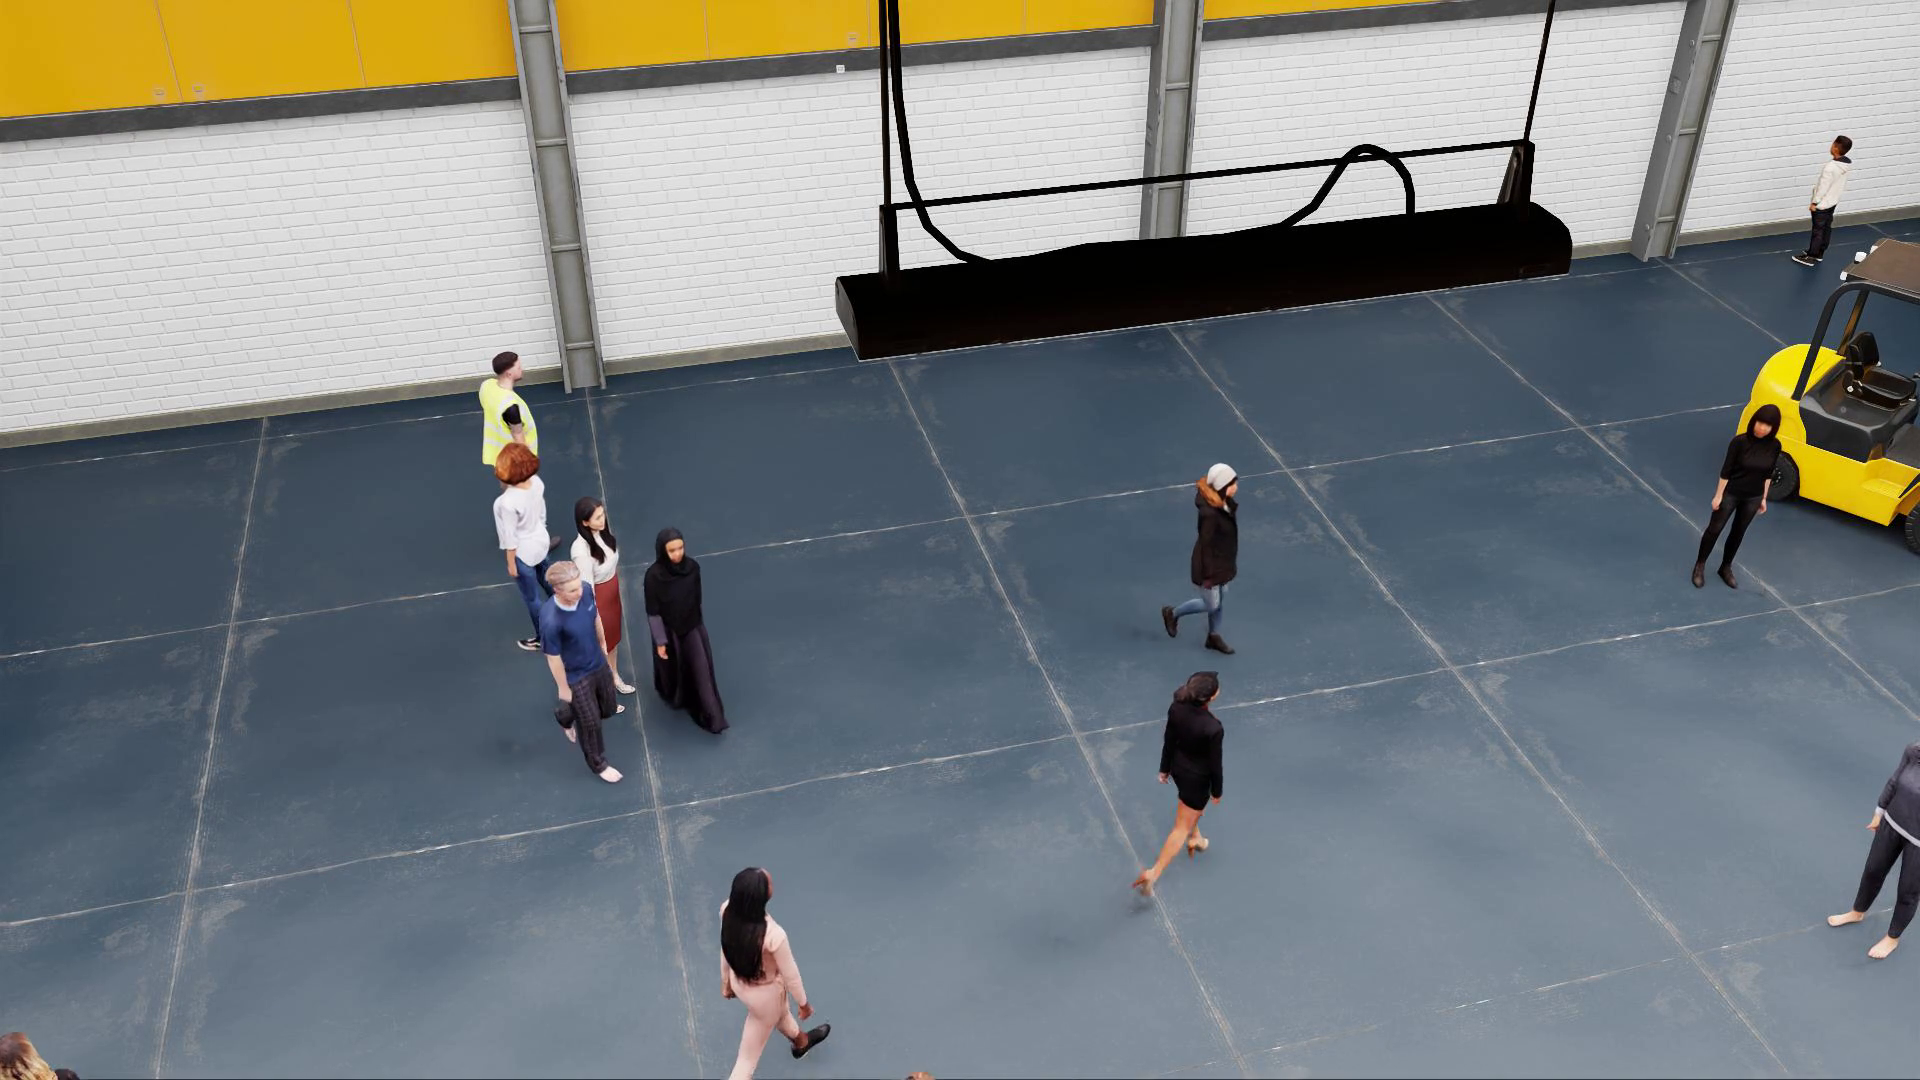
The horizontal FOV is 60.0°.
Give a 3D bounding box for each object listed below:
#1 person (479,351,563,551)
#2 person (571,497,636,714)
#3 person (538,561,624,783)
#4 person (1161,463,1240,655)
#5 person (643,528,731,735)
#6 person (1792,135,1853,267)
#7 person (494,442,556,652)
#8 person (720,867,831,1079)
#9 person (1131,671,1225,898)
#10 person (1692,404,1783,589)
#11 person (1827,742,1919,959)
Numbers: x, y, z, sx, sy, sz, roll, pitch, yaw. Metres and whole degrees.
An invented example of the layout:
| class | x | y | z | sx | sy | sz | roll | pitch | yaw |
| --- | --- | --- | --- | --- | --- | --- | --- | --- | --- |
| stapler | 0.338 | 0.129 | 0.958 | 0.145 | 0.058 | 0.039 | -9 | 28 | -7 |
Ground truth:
| class | x | y | z | sx | sy | sz | roll | pitch | yaw |
| --- | --- | --- | --- | --- | --- | --- | --- | --- | --- |
| person | -3.610 | -0.706 | 13.481 | 0.864 | 1.842 | 0.830 | -25 | 41 | -33 |
| person | -2.540 | 0.450 | 11.824 | 0.658 | 1.750 | 0.675 | 6 | 34 | 9 |
| person | -2.619 | 0.850 | 11.143 | 1.037 | 1.839 | 0.976 | 14 | 36 | 21 |
| person | 1.827 | 0.141 | 12.402 | 0.963 | 1.625 | 0.903 | 18 | 37 | 24 |
| person | -2.038 | 0.574 | 11.765 | 1.100 | 1.609 | 0.839 | -17 | 37 | -24 |
| person | 9.613 | -3.766 | 18.436 | 0.561 | 1.453 | 0.705 | -23 | 40 | -31 |
| person | -3.214 | 0.046 | 12.471 | 0.776 | 1.706 | 0.743 | 12 | 36 | 18 |
| person | -1.126 | 2.476 | 8.847 | 1.080 | 1.673 | 1.272 | 26 | 42 | 34 |
| person | 1.376 | 1.537 | 10.319 | 1.100 | 1.606 | 0.873 | -25 | 41 | -32 |
| person | 6.172 | -0.372 | 13.159 | 0.557 | 1.641 | 0.700 | 3 | 34 | 4 |
| person | 5.660 | 1.735 | 9.874 | 0.595 | 1.769 | 0.663 | -17 | 37 | -24 |
